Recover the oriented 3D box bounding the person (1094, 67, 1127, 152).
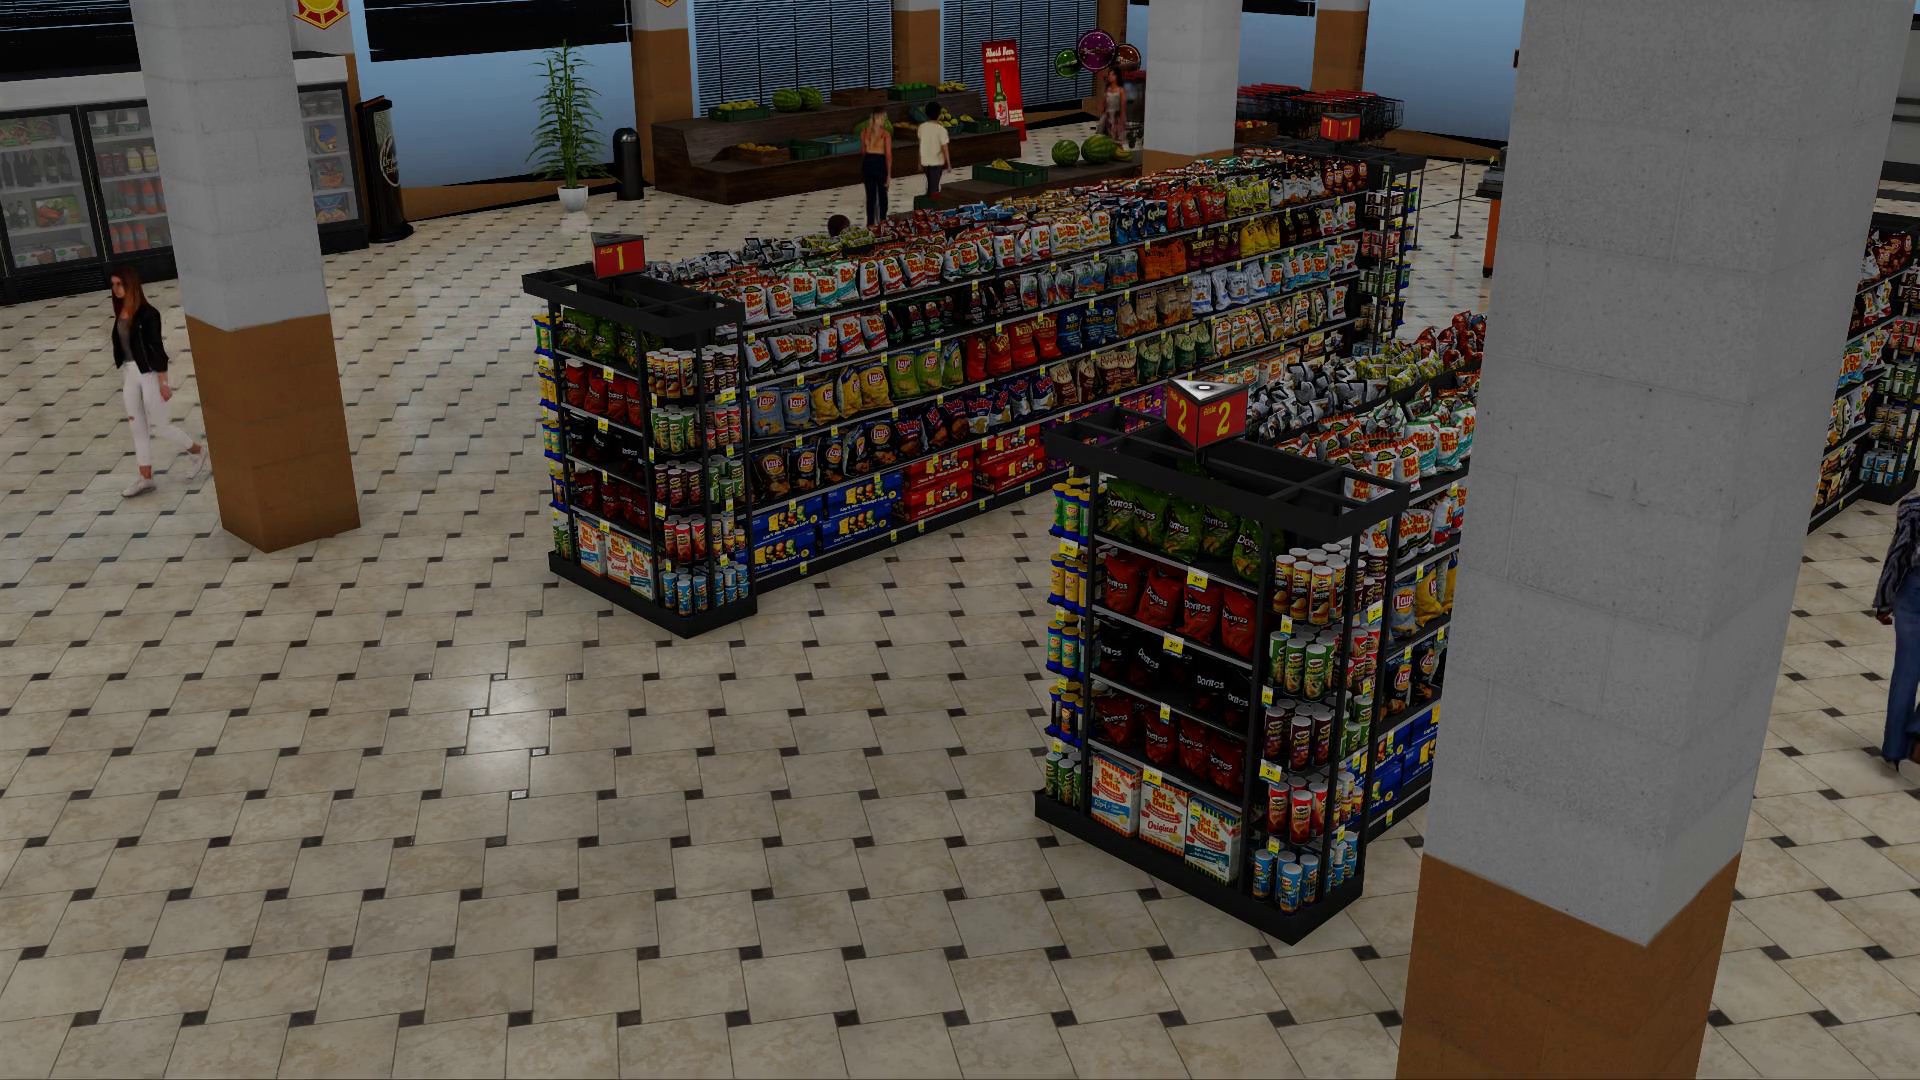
[{"bbox_3d":[2.365,-6.296,25.100,0.706,1.618,0.966,17,27,36],"label":"person"}]

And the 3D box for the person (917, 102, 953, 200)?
[{"bbox_3d":[-0.393,-4.841,21.557,0.684,1.560,0.966,15,26,33],"label":"person"}]

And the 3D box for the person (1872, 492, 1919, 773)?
[{"bbox_3d":[4.837,0.383,8.261,0.730,1.779,0.745,13,25,29],"label":"person"}]

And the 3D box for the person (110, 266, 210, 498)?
[{"bbox_3d":[-5.968,-1.189,12.295,0.748,1.688,0.980,12,25,27],"label":"person"}]

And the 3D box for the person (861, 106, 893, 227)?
[{"bbox_3d":[-1.083,-4.573,20.865,0.978,1.577,1.180,5,22,11],"label":"person"}]
